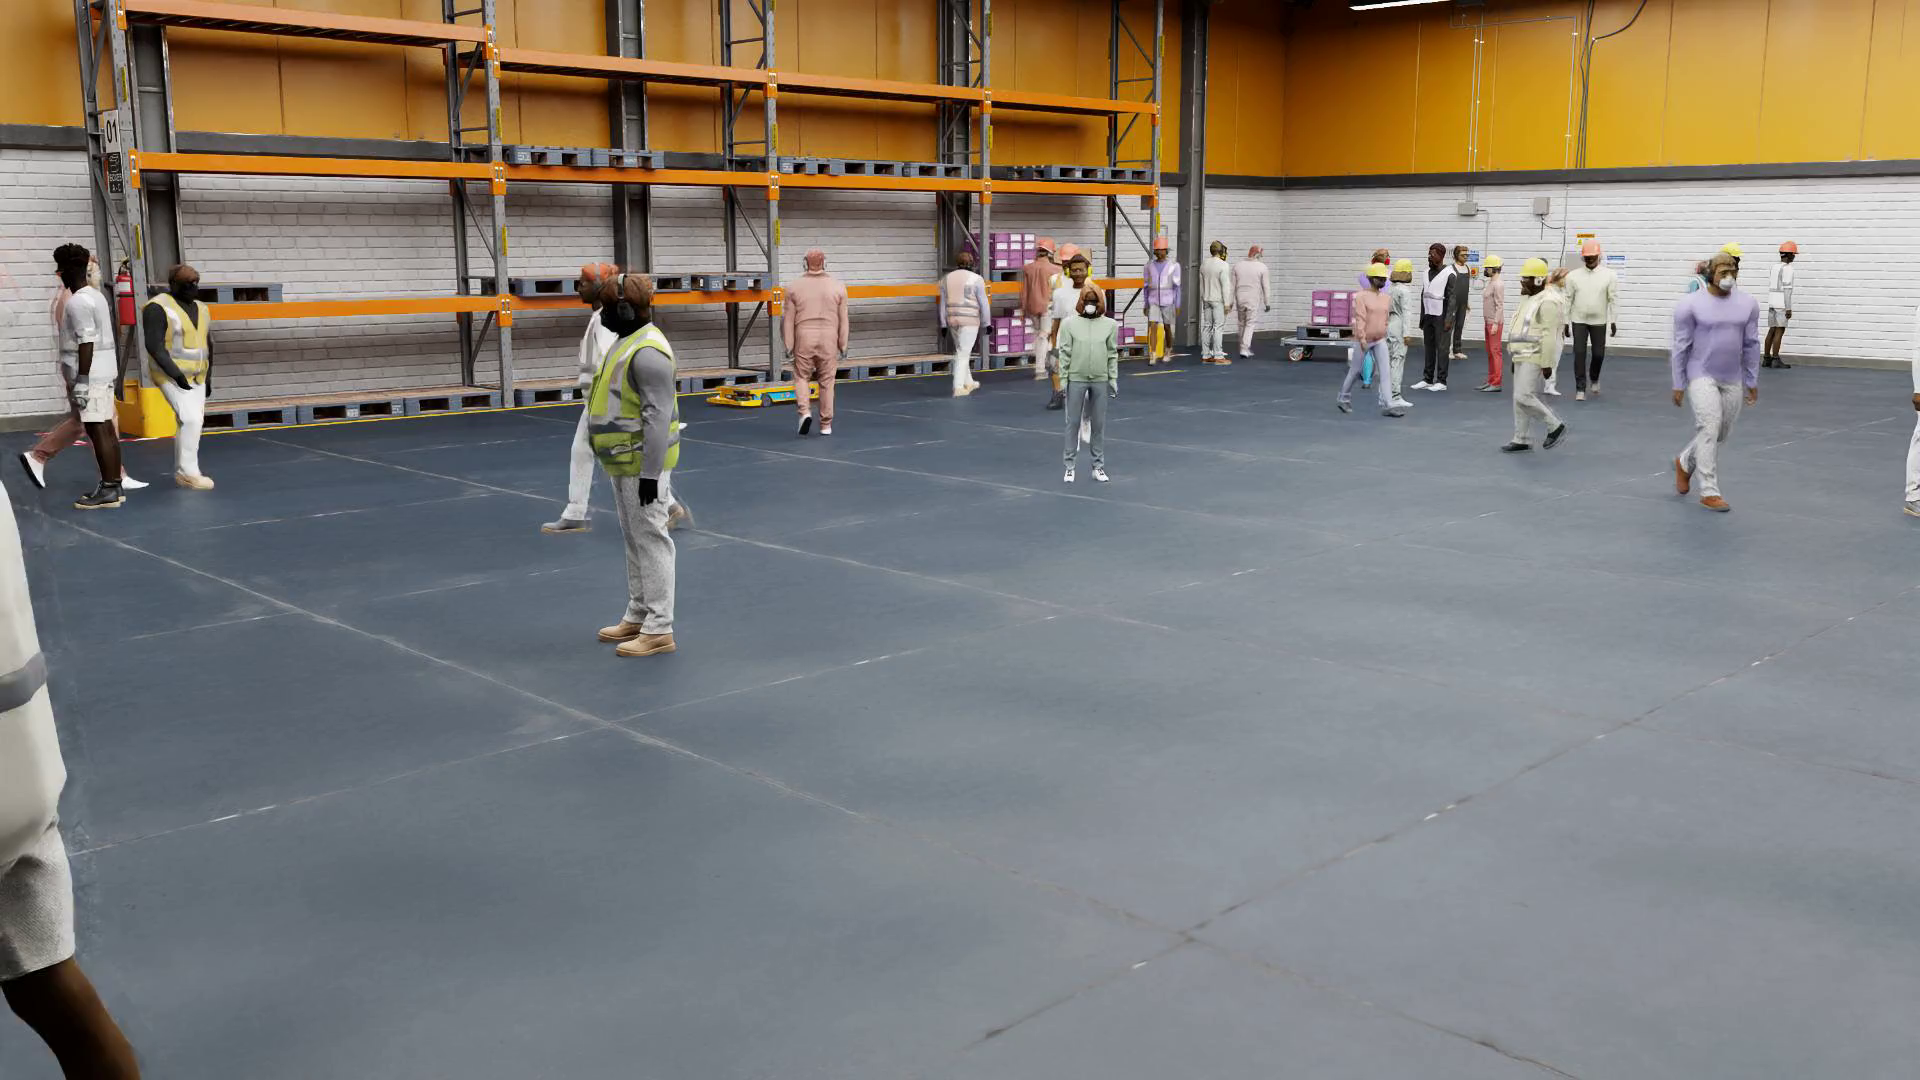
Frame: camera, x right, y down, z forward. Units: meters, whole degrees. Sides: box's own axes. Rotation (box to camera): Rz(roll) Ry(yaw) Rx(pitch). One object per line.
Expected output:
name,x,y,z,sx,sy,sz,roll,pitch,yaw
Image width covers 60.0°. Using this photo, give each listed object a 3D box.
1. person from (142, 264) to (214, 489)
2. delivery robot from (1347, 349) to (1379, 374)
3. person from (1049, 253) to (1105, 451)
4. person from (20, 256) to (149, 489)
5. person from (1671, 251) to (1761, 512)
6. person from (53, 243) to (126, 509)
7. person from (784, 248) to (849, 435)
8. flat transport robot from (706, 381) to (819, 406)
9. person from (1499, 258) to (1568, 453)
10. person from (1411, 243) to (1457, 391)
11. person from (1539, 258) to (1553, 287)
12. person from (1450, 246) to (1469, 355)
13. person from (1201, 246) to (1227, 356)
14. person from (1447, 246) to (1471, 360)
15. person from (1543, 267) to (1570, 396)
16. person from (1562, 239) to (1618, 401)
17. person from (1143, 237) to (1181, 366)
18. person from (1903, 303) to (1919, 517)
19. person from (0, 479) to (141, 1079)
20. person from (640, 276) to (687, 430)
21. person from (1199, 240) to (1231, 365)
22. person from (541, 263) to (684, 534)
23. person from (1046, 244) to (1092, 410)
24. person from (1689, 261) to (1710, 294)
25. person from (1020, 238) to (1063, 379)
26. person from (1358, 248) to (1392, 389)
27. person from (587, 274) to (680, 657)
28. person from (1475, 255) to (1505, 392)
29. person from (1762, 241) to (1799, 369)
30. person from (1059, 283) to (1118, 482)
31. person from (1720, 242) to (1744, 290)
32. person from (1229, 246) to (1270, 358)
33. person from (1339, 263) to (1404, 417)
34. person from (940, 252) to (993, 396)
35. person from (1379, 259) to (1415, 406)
person,-6.188,-1.281,13.219,0.539,1.794,0.657,3,11,14
delivery robot,5.757,-2.569,23.352,0.477,0.478,0.707,-4,11,-20
person,1.096,-1.766,15.693,0.522,1.851,0.456,1,10,6
person,-7.007,-1.311,13.166,0.824,1.876,0.661,-6,12,-29
person,5.613,-1.202,12.465,0.640,1.912,0.851,-1,10,-6
person,-6.477,-1.215,12.375,0.366,1.963,0.610,-3,11,-14
person,-1.438,-1.970,16.691,0.652,1.897,0.606,-1,10,-6
flat transport robot,-2.292,-1.774,20.048,0.652,0.197,1.431,10,14,42
person,5.314,-1.693,15.385,0.495,1.817,0.597,0,10,1
person,6.245,-2.915,21.773,0.399,1.920,0.590,-4,11,-23
person,8.730,-3.429,25.227,0.549,1.677,0.581,-6,12,-30
person,8.345,-4.001,27.899,0.384,1.850,0.523,1,10,4
person,4.325,-4.037,28.096,0.356,1.854,0.515,-6,12,-31
person,8.122,-3.863,27.143,0.517,1.843,0.326,-6,12,-28
person,7.477,-2.657,21.171,0.540,1.617,0.511,-5,12,-27
person,7.768,-2.715,20.537,0.637,1.970,0.638,4,11,22
person,3.177,-3.757,26.167,0.621,1.999,1.025,3,11,18
person,7.108,-1.102,11.984,0.579,1.883,0.352,-3,11,-18
person,-1.924,0.491,2.956,0.959,1.998,0.630,-3,11,-16
person,-3.173,-1.867,16.895,0.796,1.592,0.522,-8,13,-36
person,4.012,-3.718,26.099,0.372,1.940,0.630,-7,12,-33
person,-2.359,-0.952,11.282,0.942,1.847,0.584,-3,11,-15
person,1.214,-2.438,19.163,0.578,1.918,0.644,5,11,24
person,11.597,-3.561,26.091,0.365,1.624,0.530,10,14,42
person,1.248,-3.271,23.570,0.665,1.967,0.784,6,12,30
person,5.503,-2.899,21.880,0.564,1.848,0.388,4,11,19
person,-1.578,-0.360,8.063,0.430,1.840,0.621,-4,11,-22
person,6.887,-2.801,21.566,0.330,1.767,0.528,1,10,7
person,12.546,-3.579,25.370,0.388,1.929,0.545,0,10,1
person,1.058,-1.289,13.682,0.499,1.633,0.278,-1,10,-7
person,9.755,-2.823,21.245,0.370,1.929,0.585,6,12,30
person,4.803,-3.941,27.620,0.664,1.868,0.860,7,13,35
person,4.623,-2.254,18.726,0.524,1.718,0.923,-4,11,-23
person,0.128,-2.757,21.245,0.628,1.803,0.886,8,13,36
person,5.214,-2.460,19.771,0.324,1.743,0.490,-3,11,-15
